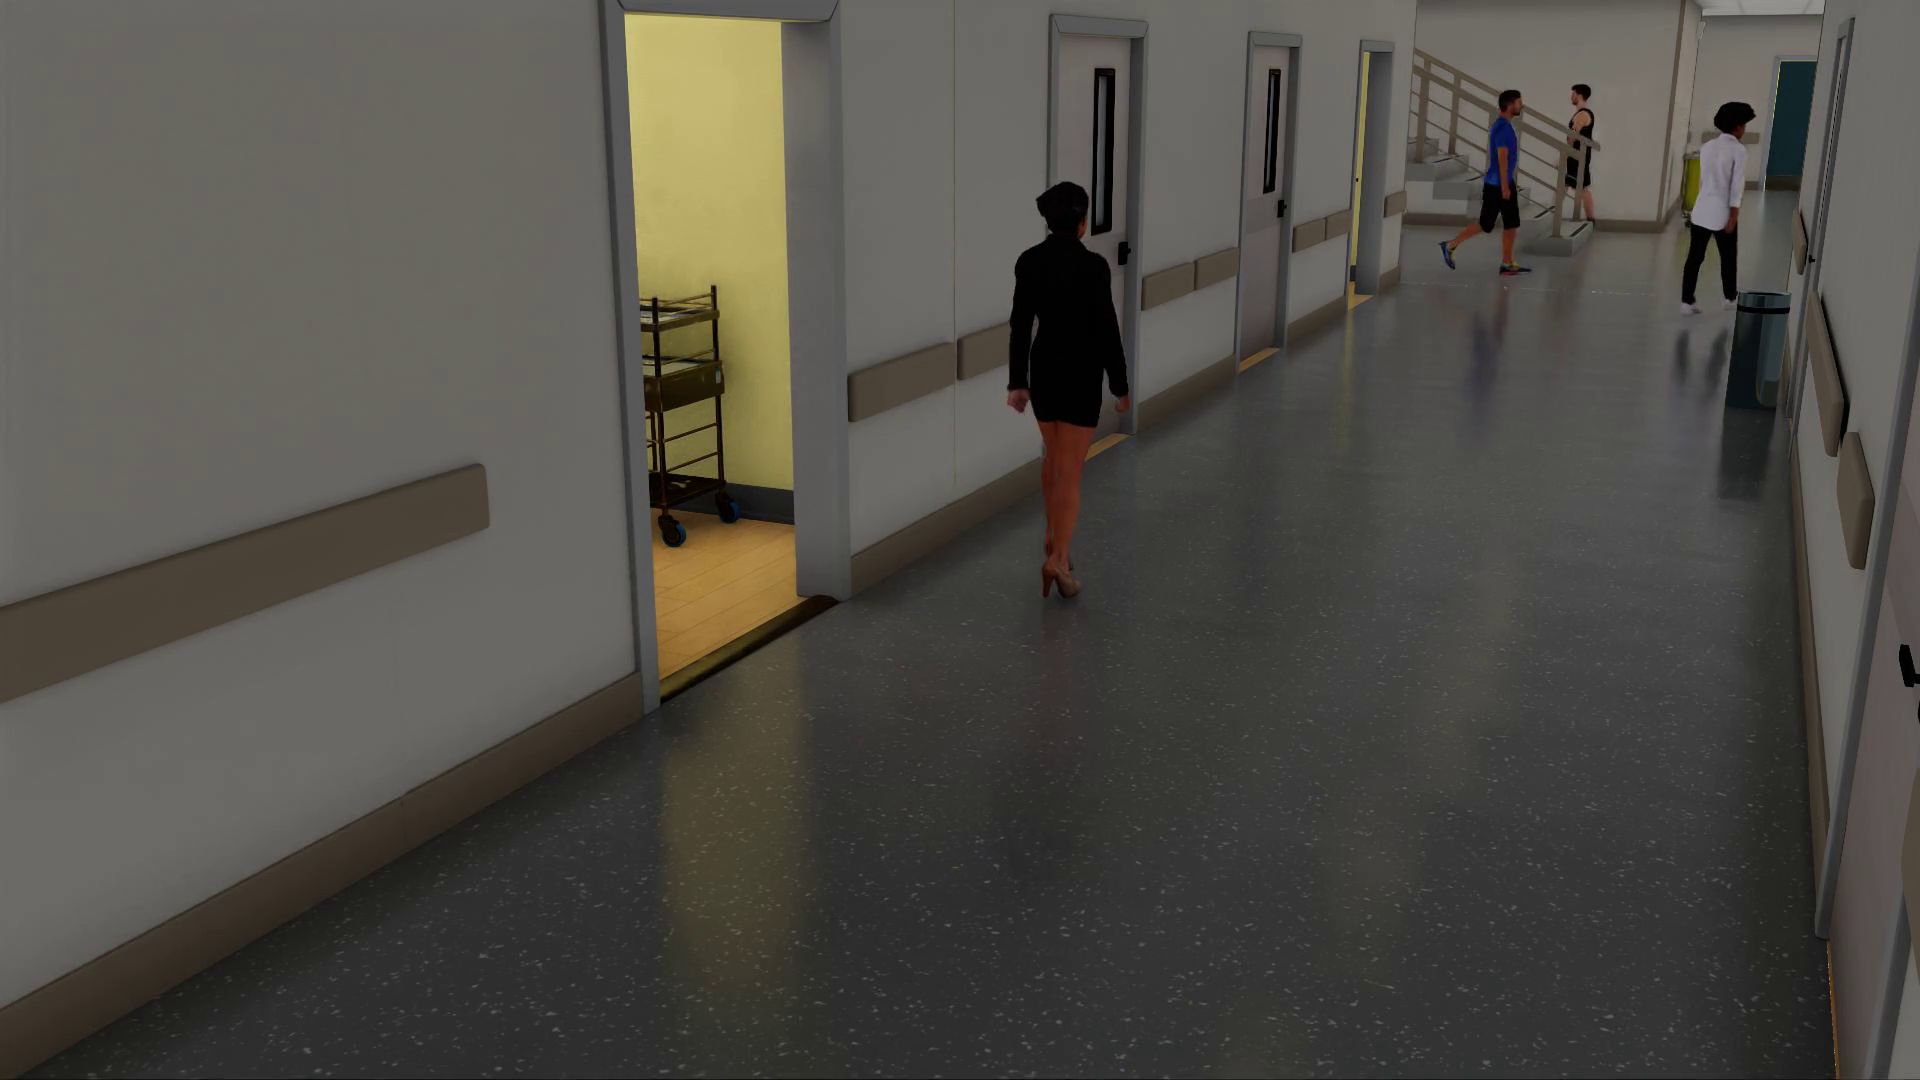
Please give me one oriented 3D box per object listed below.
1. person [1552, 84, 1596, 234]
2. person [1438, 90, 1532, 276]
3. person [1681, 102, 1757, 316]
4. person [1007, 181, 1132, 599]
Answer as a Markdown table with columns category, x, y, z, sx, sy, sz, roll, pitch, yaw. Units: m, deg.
| category | x | y | z | sx | sy | sz | roll | pitch | yaw |
| --- | --- | --- | --- | --- | --- | --- | --- | --- | --- |
| person | 8.027 | -4.864 | 21.364 | 1.093 | 1.852 | 0.694 | 7 | 17 | 22 |
| person | 5.389 | -3.601 | 16.907 | 1.129 | 1.841 | 0.617 | 8 | 17 | 25 |
| person | 6.343 | -2.768 | 14.085 | 1.035 | 1.768 | 1.088 | -11 | 19 | -34 |
| person | 0.364 | -0.560 | 6.522 | 0.612 | 1.623 | 0.716 | 13 | 20 | 38 |
